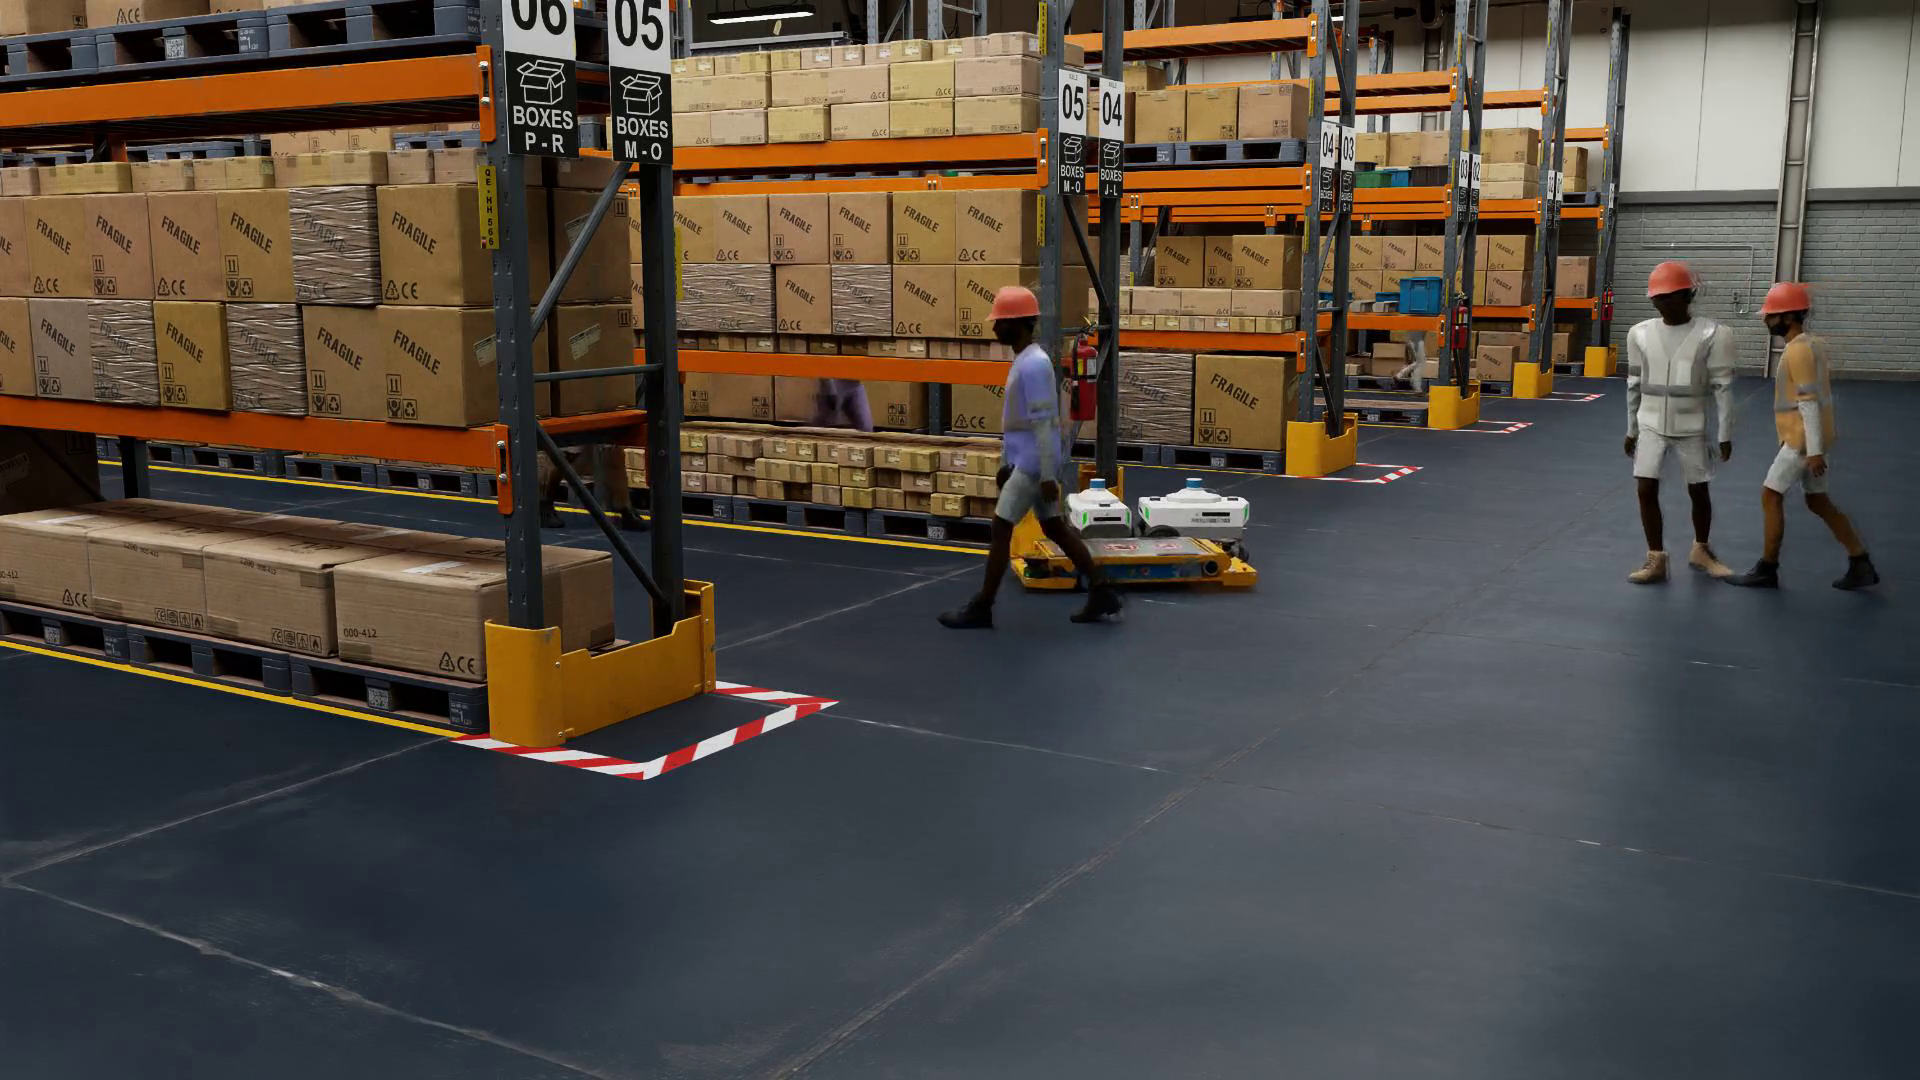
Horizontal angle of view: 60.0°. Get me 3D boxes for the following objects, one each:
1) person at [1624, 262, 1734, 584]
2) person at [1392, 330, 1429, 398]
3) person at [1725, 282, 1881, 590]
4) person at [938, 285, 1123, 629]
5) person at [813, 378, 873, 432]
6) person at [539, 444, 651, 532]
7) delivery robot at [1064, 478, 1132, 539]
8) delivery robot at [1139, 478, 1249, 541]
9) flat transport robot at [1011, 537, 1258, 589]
[{"bbox_3d":[4.481,-0.718,10.349,0.657,2.004,0.723,8,12,38],"label":"person"},{"bbox_3d":[6.540,-2.856,23.937,0.511,1.614,0.511,4,10,21],"label":"person"},{"bbox_3d":[5.192,-0.609,10.050,0.833,1.892,0.563,6,11,31],"label":"person"},{"bbox_3d":[0.430,-0.441,9.060,1.014,1.884,0.549,0,10,1],"label":"person"},{"bbox_3d":[-0.959,-1.312,14.198,1.011,1.853,0.669,6,12,33],"label":"person"},{"bbox_3d":[-2.772,-0.998,12.290,0.991,1.896,0.558,5,11,27],"label":"person"},{"bbox_3d":[0.908,-0.165,11.013,0.477,0.478,0.707,-1,10,-6],"label":"delivery robot"},{"bbox_3d":[1.551,-0.167,11.030,0.707,0.478,0.477,0,10,0],"label":"delivery robot"},{"bbox_3d":[1.071,0.135,10.369,1.431,0.197,0.652,-1,10,-6],"label":"flat transport robot"}]
